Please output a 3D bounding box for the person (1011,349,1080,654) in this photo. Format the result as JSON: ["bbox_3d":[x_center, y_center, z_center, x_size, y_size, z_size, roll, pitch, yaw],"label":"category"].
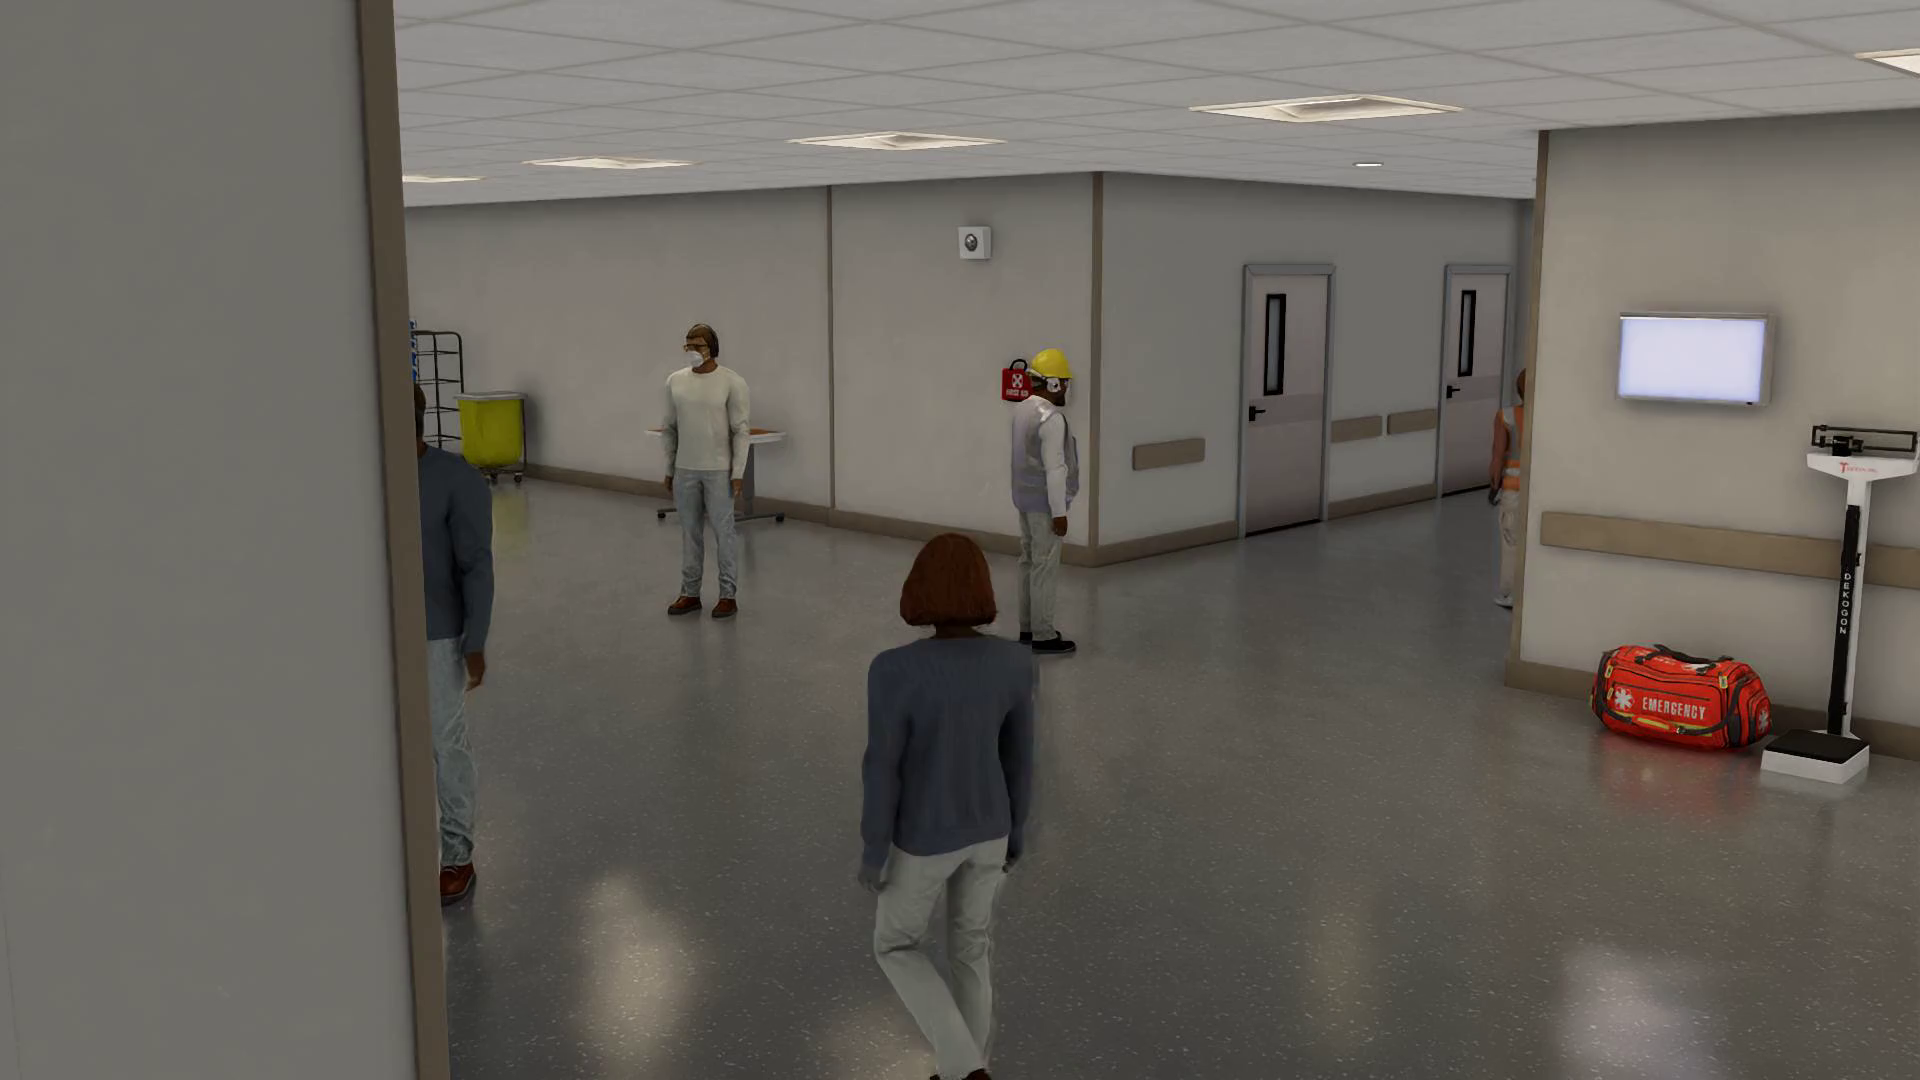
[{"bbox_3d":[0.511,-0.229,9.996,0.403,1.824,0.590,-3,10,-18],"label":"person"}]

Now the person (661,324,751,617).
[{"bbox_3d":[-1.688,-0.455,11.017,0.632,1.940,0.372,3,10,18],"label":"person"}]

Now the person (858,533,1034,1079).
[{"bbox_3d":[-0.010,0.791,4.352,0.516,1.616,0.419,-6,11,-31],"label":"person"}]
